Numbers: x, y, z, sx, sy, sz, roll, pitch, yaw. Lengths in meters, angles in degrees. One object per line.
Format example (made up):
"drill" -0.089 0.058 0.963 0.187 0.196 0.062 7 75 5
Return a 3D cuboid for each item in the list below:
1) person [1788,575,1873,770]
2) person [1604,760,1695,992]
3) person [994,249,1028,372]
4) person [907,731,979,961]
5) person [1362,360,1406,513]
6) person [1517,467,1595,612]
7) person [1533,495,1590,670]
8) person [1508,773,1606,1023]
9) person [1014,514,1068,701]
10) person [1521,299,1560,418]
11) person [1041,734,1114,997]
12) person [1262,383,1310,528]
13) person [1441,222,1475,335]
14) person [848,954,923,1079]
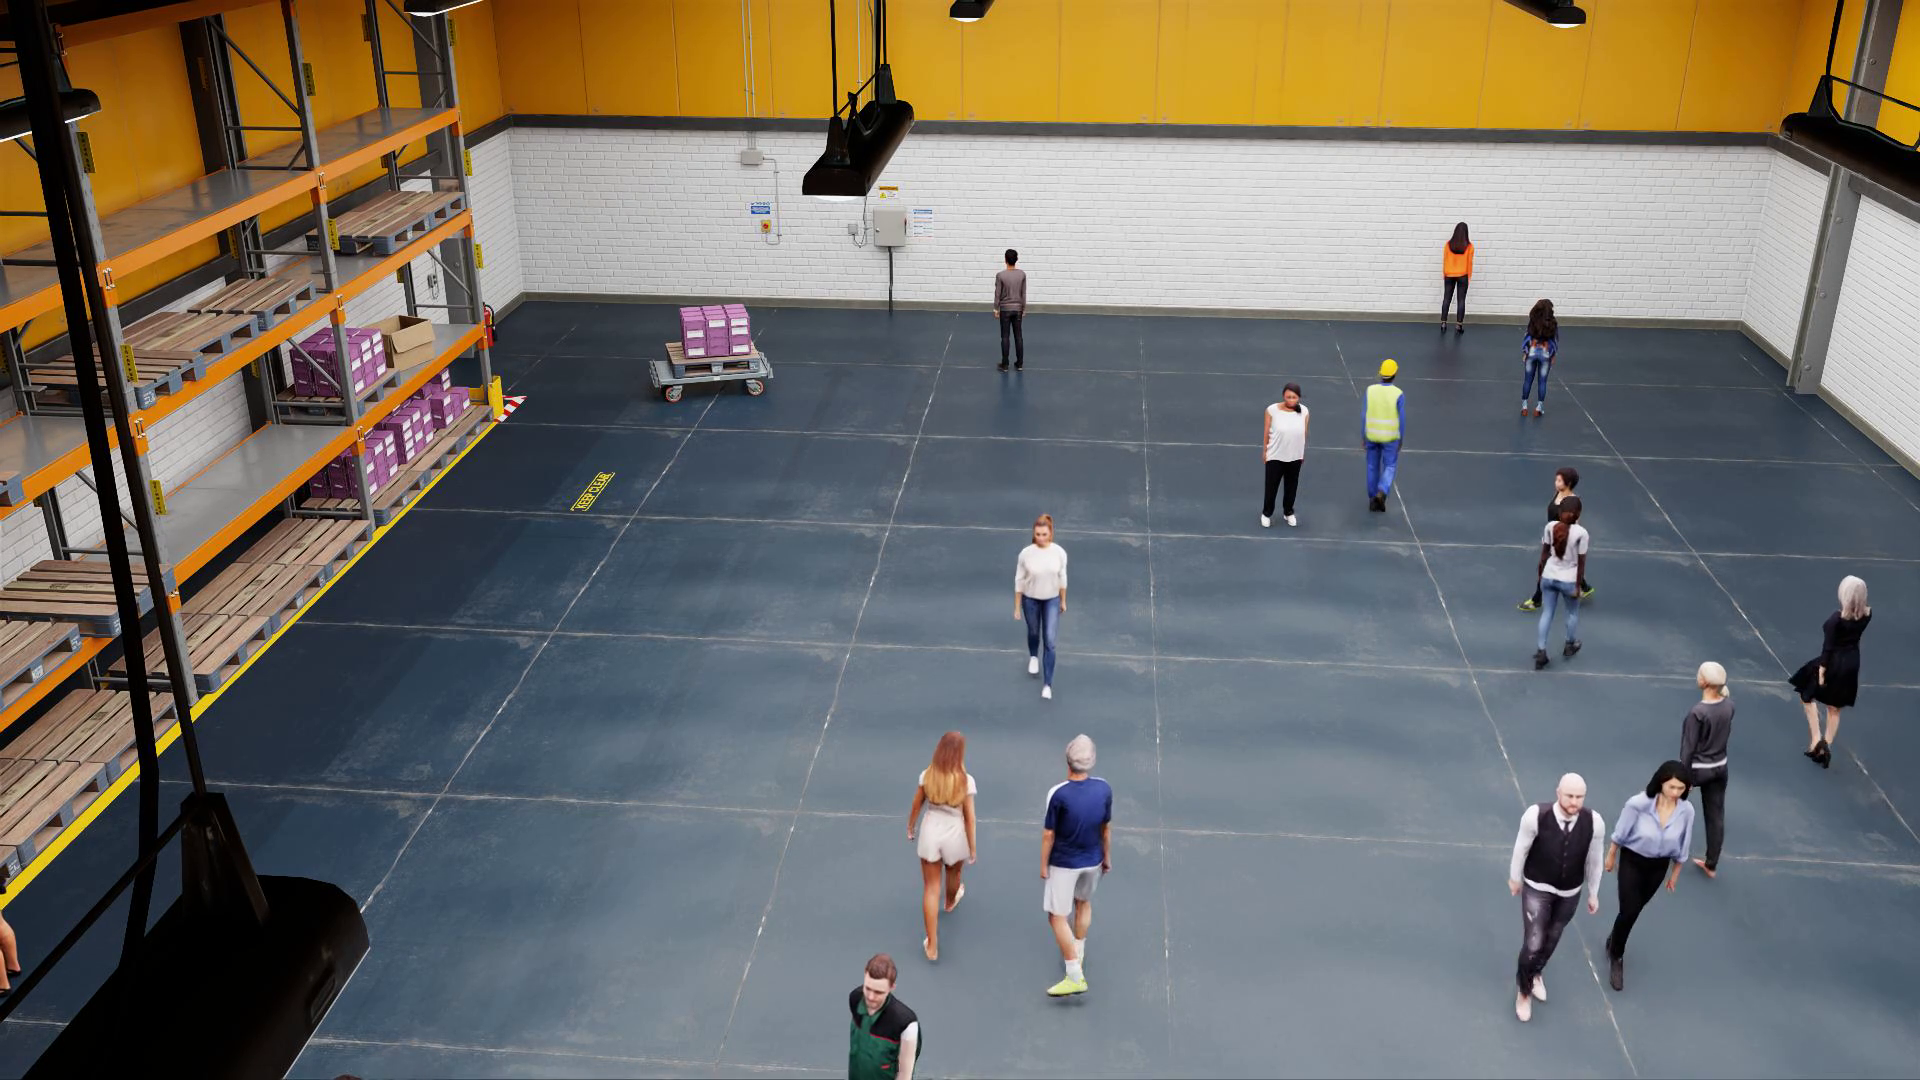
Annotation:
"person" 7.380 1.141 13.899 0.710 1.734 0.754 -6 24 -13
"person" 4.702 2.206 11.481 0.651 1.720 0.762 4 24 8
"person" 0.739 -3.328 24.084 0.705 1.765 0.660 -4 24 -9
"person" -0.118 2.168 11.652 0.777 1.651 1.072 3 24 7
"person" 4.816 -1.160 19.079 0.790 1.801 0.902 10 26 23
"person" 6.141 -0.007 16.795 0.656 1.518 0.997 0 24 -1
"person" 5.596 0.419 15.585 0.876 1.707 0.989 19 30 36
"person" 3.963 2.294 11.175 0.704 1.803 0.779 0 24 1
"person" 0.736 0.563 15.301 0.665 1.670 1.118 1 24 2
"person" 7.749 -2.450 22.262 0.679 1.615 0.669 11 26 24
"person" 0.804 2.224 11.335 0.923 1.803 1.001 -12 26 -26
"person" 3.682 -0.975 18.799 0.679 1.687 0.640 -1 24 -3
"person" 7.708 -4.074 25.810 0.704 1.748 0.703 14 27 29
"person" -0.365 3.072 9.397 1.050 1.801 1.238 18 29 35
